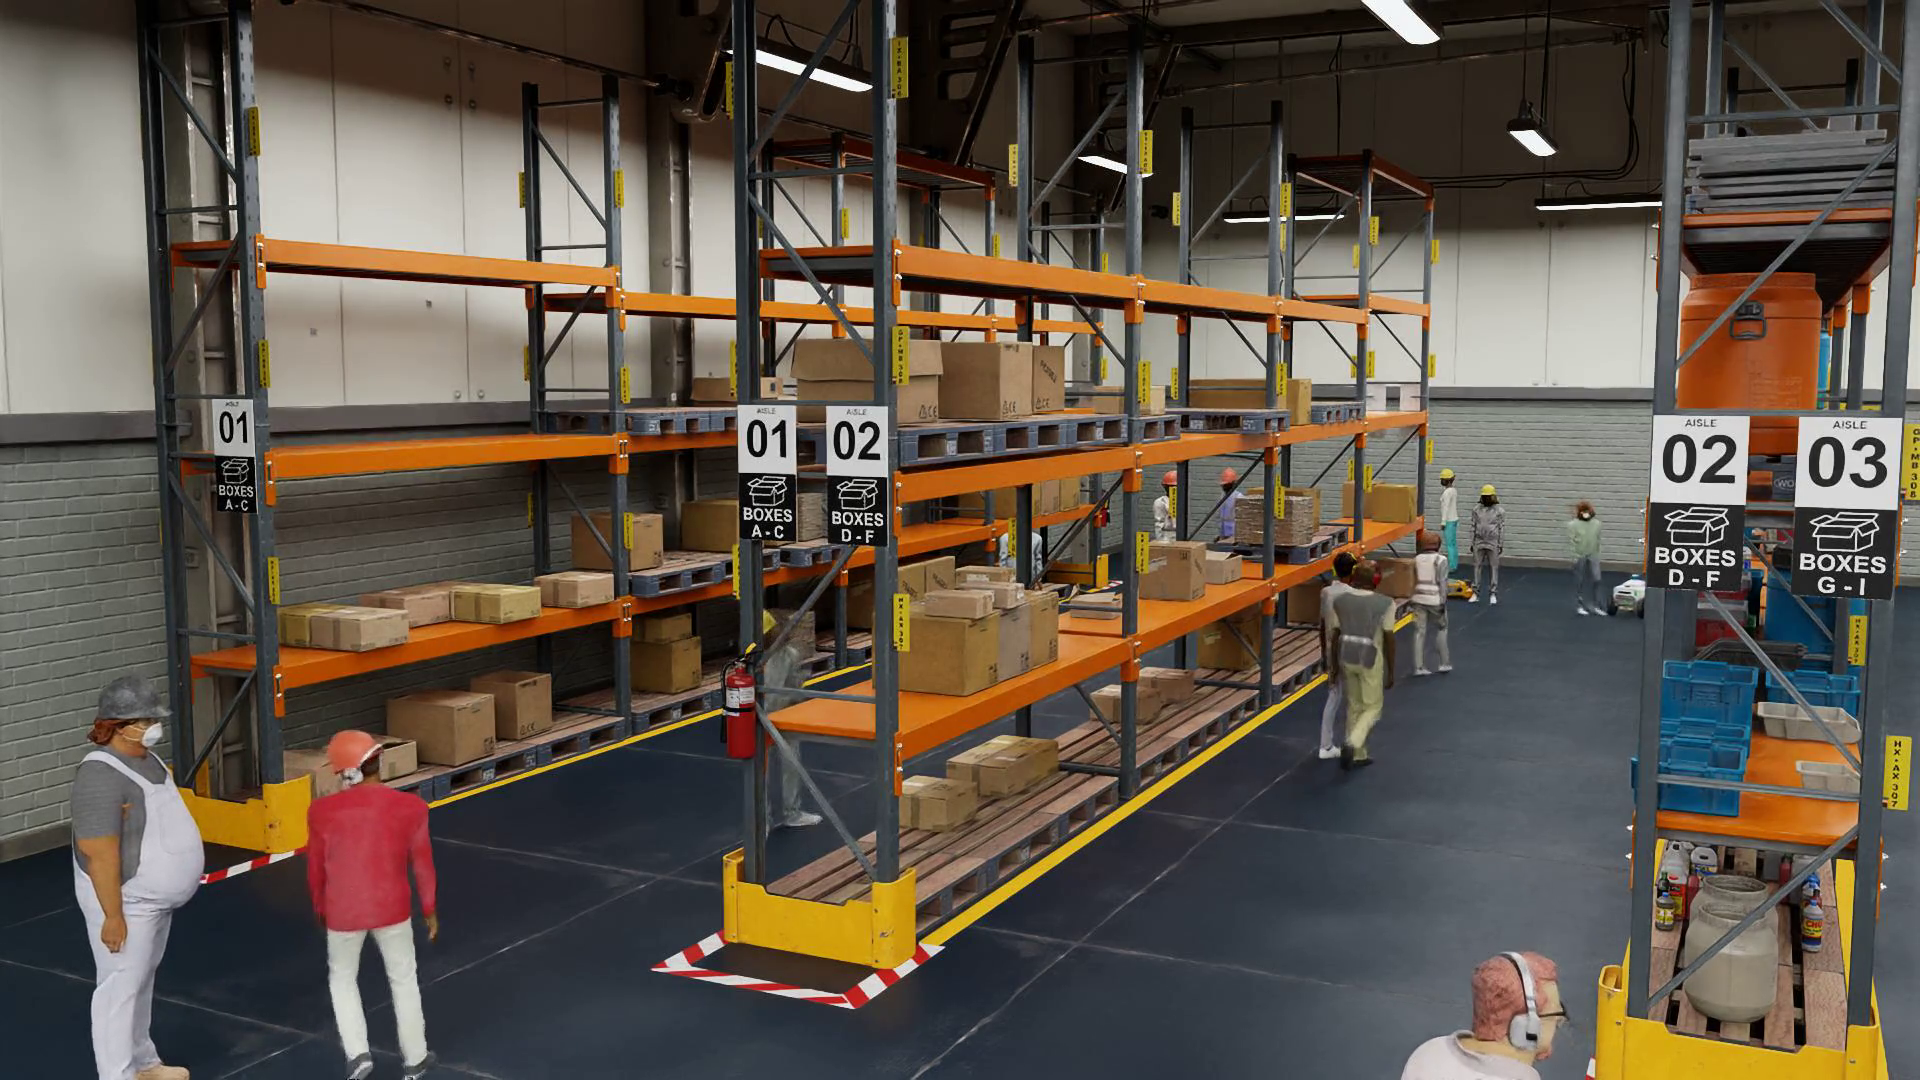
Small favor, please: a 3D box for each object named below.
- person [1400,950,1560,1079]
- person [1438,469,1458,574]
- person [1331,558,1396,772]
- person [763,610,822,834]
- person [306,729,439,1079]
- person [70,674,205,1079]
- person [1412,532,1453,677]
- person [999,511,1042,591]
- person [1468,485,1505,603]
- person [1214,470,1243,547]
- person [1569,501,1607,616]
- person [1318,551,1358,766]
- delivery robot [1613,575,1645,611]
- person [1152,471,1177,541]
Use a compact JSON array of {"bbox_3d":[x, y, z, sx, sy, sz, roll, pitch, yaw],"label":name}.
[{"bbox_3d":[1.444,2.026,4.435,0.403,1.906,0.651,-2,6,-18],"label":"person"},{"bbox_3d":[8.178,-0.312,27.918,0.345,1.759,0.519,3,7,28],"label":"person"},{"bbox_3d":[3.384,1.071,14.100,0.576,1.828,0.690,5,8,41],"label":"person"},{"bbox_3d":[-1.328,1.334,12.171,0.651,1.702,0.433,-3,7,-27],"label":"person"},{"bbox_3d":[-2.796,1.756,7.932,0.604,1.722,0.424,-2,6,-22],"label":"person"},{"bbox_3d":[-3.790,1.622,7.715,0.535,2.000,0.684,-1,6,-11],"label":"person"},{"bbox_3d":[5.288,0.714,18.658,0.715,1.589,0.513,-5,8,-42],"label":"person"},{"bbox_3d":[0.747,0.471,20.286,0.560,1.753,0.328,-2,6,-16],"label":"person"},{"bbox_3d":[7.708,0.059,24.341,0.484,1.744,0.296,3,7,28],"label":"person"},{"bbox_3d":[4.083,-0.090,25.051,0.556,1.913,0.580,-4,7,-34],"label":"person"},{"bbox_3d":[8.681,0.262,23.039,0.500,1.605,0.588,0,6,-3],"label":"person"},{"bbox_3d":[3.340,1.022,14.464,0.339,1.854,0.532,-4,7,-34],"label":"person"},{"bbox_3d":[9.366,0.730,23.092,0.477,0.478,0.707,5,8,43],"label":"delivery robot"},{"bbox_3d":[2.892,0.073,22.770,0.372,2.044,0.607,5,8,40],"label":"person"}]
